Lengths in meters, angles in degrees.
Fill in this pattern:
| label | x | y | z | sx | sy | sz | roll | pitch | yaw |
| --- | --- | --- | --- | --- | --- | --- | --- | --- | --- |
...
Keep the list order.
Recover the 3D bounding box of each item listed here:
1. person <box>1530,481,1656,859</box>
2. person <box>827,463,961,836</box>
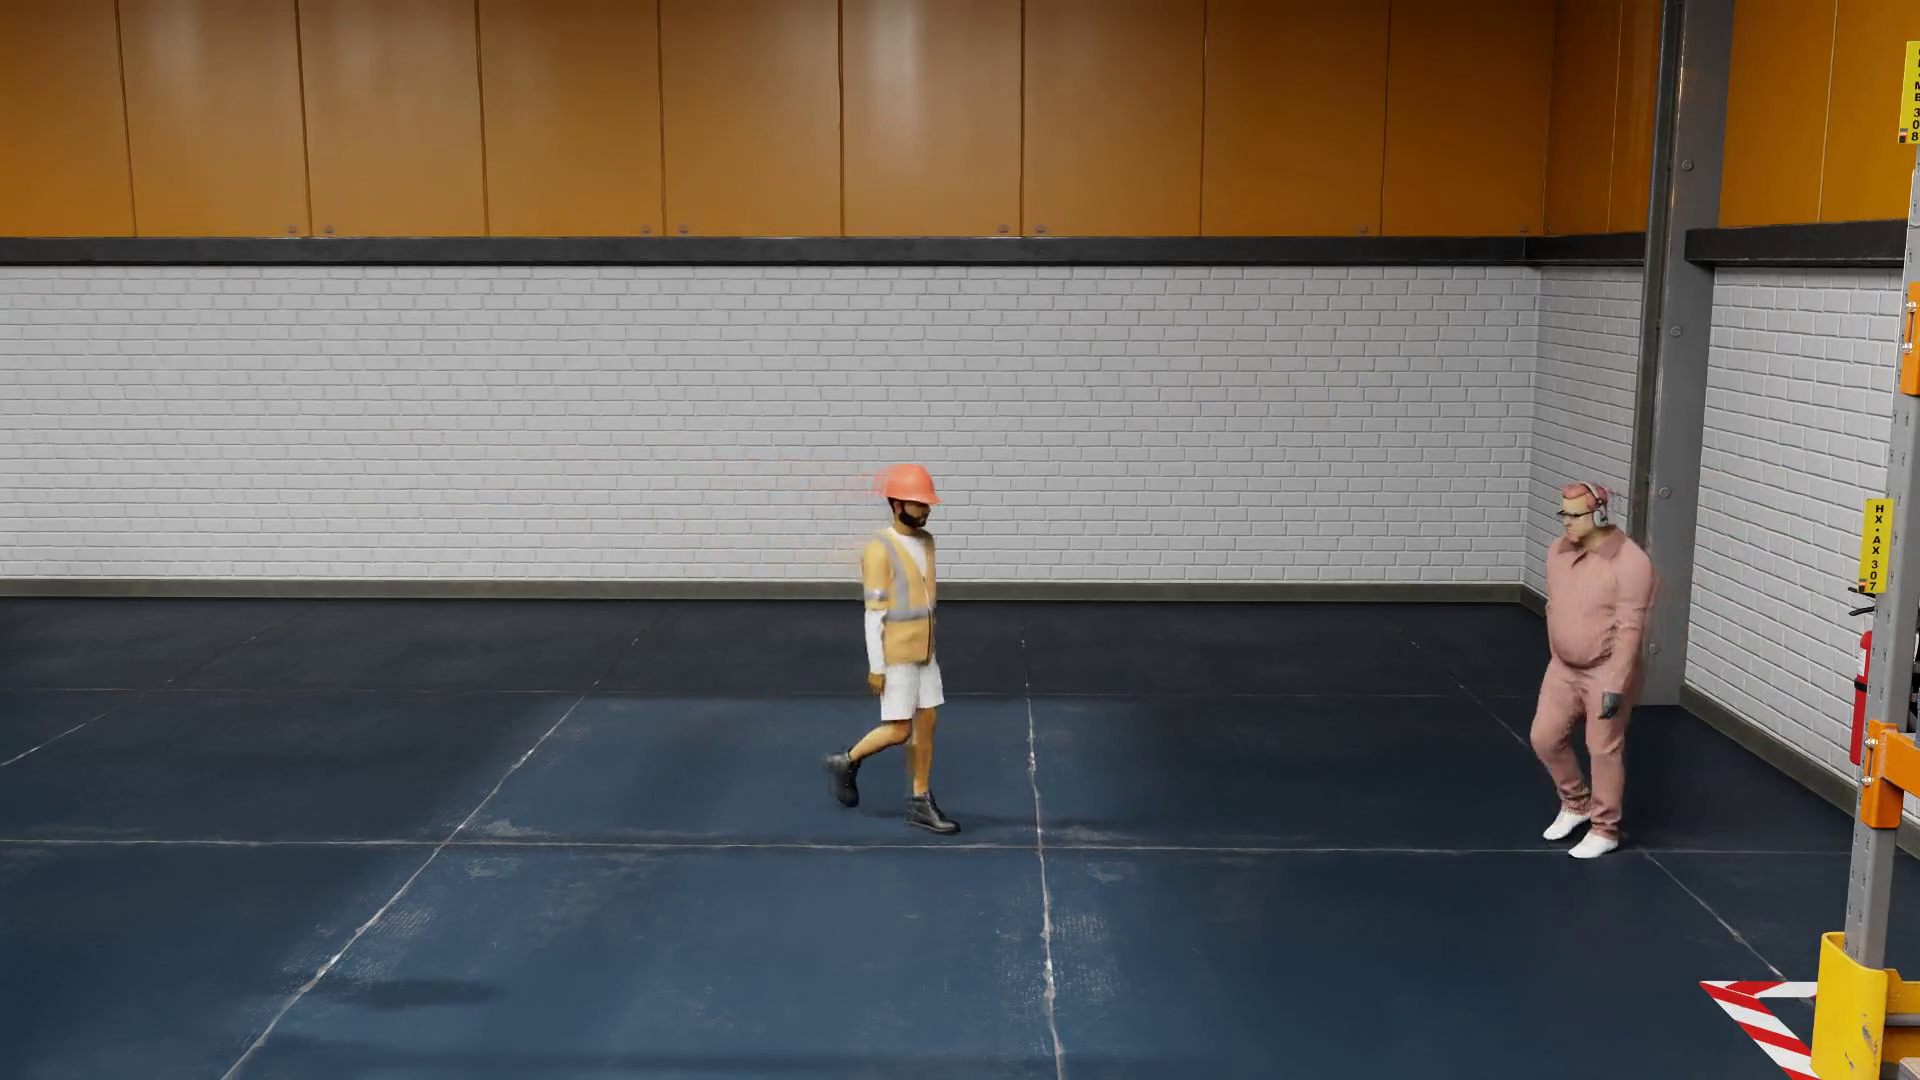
| label | x | y | z | sx | sy | sz | roll | pitch | yaw |
| --- | --- | --- | --- | --- | --- | --- | --- | --- | --- |
| person | 3.079 | 0.640 | 8.140 | 0.457 | 1.881 | 0.649 | -5 | 11 | -27 |
| person | -0.330 | 0.551 | 8.537 | 0.694 | 1.920 | 0.556 | 6 | 11 | 32 |
